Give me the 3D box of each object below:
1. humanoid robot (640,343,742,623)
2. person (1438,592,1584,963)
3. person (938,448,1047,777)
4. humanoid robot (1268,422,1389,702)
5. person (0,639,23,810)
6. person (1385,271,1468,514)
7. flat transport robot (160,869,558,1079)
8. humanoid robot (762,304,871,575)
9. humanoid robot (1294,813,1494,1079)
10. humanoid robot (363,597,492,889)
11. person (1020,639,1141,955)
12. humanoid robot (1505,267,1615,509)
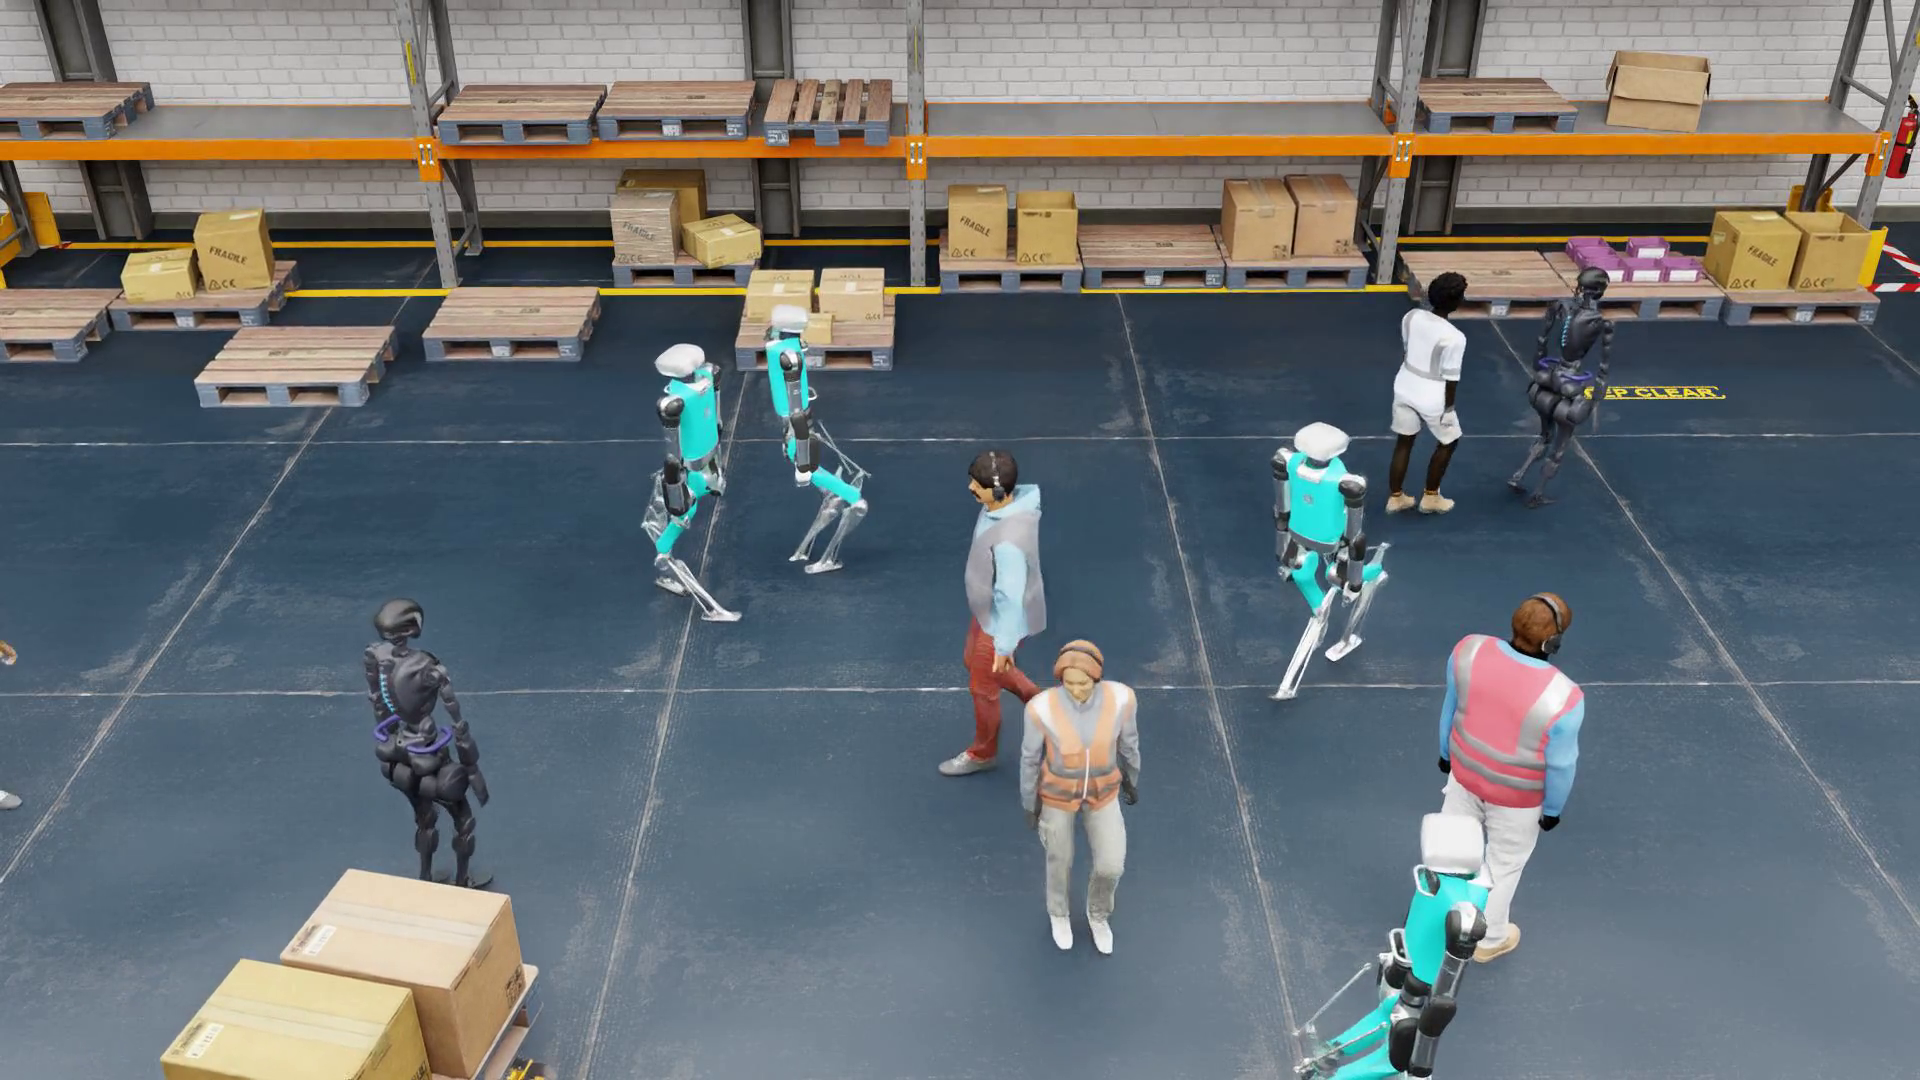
[{"bbox_3d":[-1.693,-0.335,9.563,0.888,1.783,0.564,13,33,21],"label":"humanoid robot"},{"bbox_3d":[2.345,1.021,7.199,0.431,1.836,0.629,-24,39,-34],"label":"person"},{"bbox_3d":[0.208,0.377,8.232,0.595,1.857,0.566,-2,31,-4],"label":"person"},{"bbox_3d":[2.022,0.067,8.906,0.531,1.713,1.071,25,39,35],"label":"humanoid robot"},{"bbox_3d":[-4.895,0.598,7.906,0.477,1.820,0.612,11,33,17],"label":"person"},{"bbox_3d":[3.011,-0.925,10.575,0.485,1.684,0.551,-18,35,-27],"label":"person"},{"bbox_3d":[-2.356,2.285,6.607,1.431,0.231,0.659,7,32,11],"label":"flat transport robot"},{"bbox_3d":[-0.801,-0.562,9.936,0.663,1.818,0.540,-8,32,-14],"label":"humanoid robot"},{"bbox_3d":[1.478,1.732,6.083,0.687,1.779,0.533,2,31,4],"label":"humanoid robot"},{"bbox_3d":[-2.390,0.965,7.443,0.586,1.658,0.328,14,34,23],"label":"humanoid robot"},{"bbox_3d":[0.532,1.146,7.186,0.551,1.618,0.461,-5,31,-8],"label":"person"},{"bbox_3d":[3.841,-0.957,10.639,0.383,1.639,0.592,-19,36,-28],"label":"humanoid robot"}]
